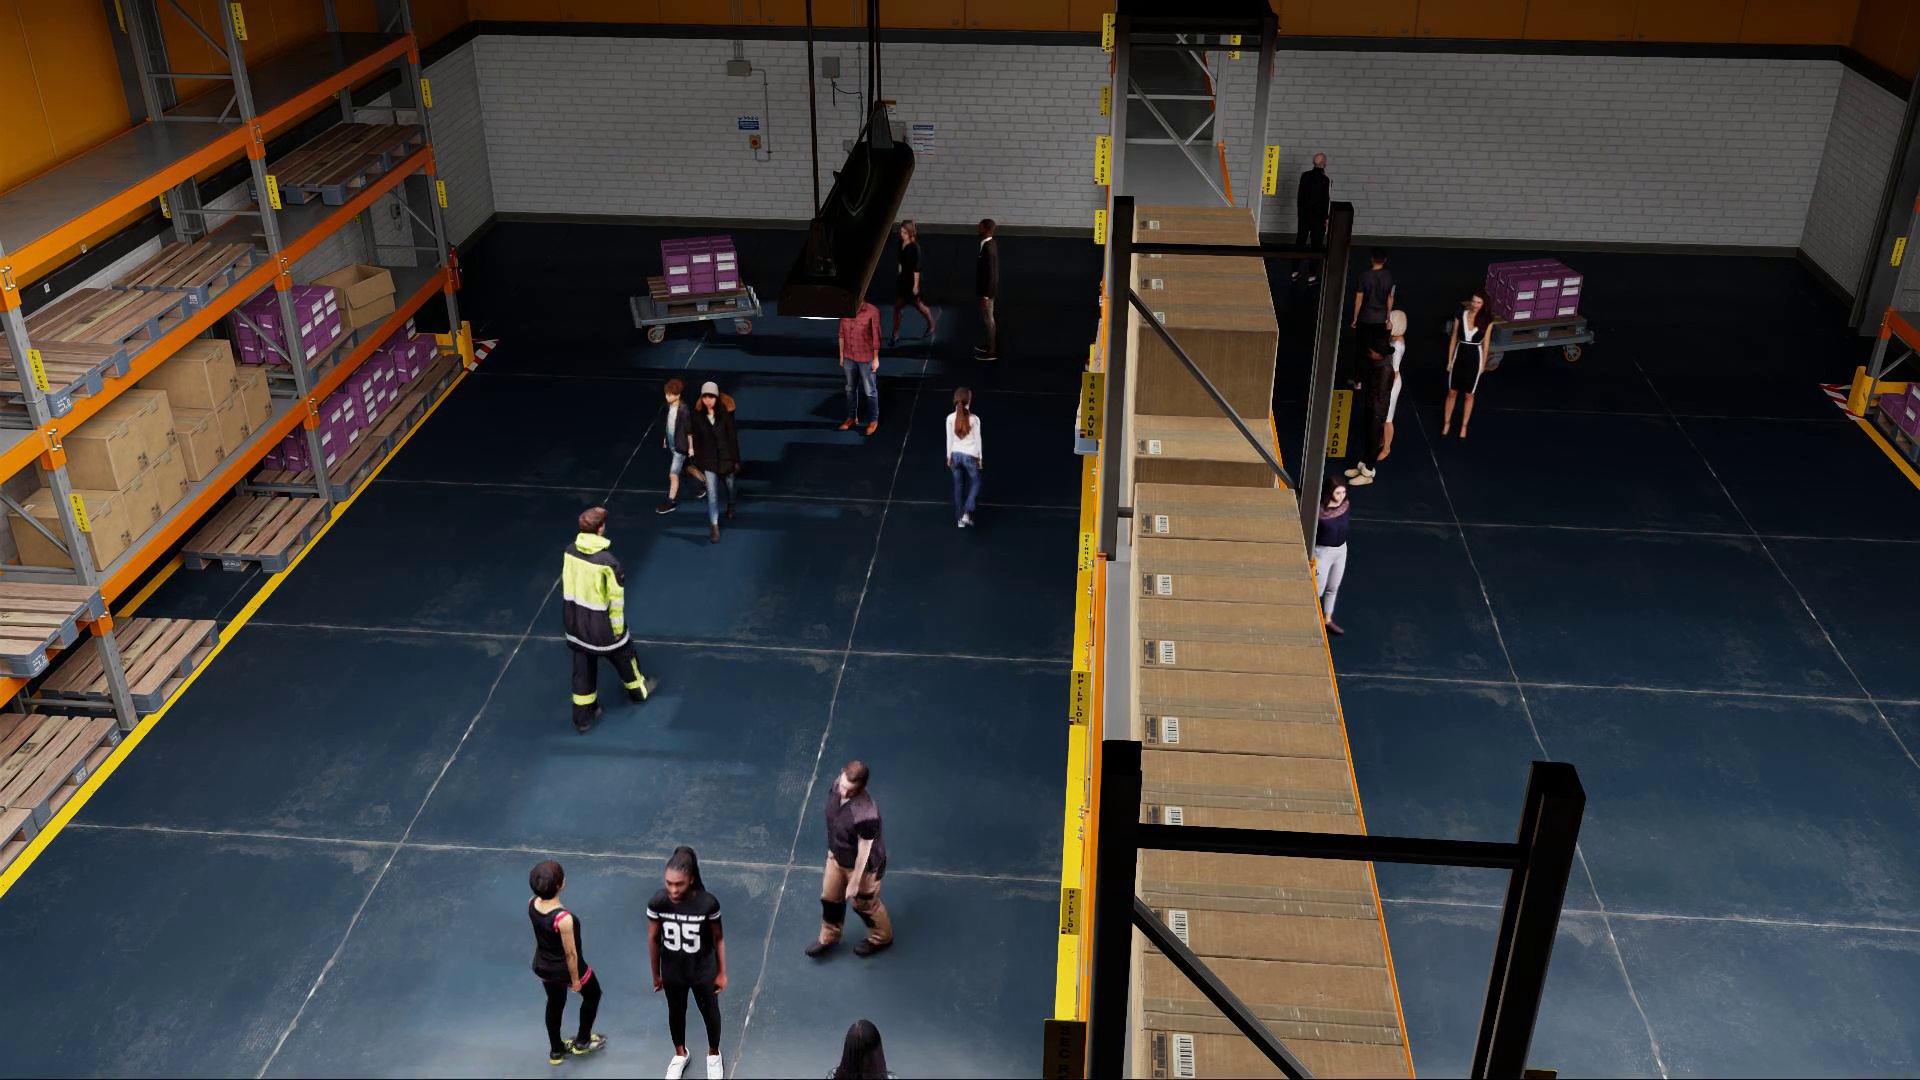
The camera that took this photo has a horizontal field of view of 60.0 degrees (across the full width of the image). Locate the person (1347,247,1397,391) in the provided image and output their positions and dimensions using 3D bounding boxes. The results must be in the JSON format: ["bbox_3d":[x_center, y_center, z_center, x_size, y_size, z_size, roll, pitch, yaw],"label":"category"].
[{"bbox_3d":[4.946,-2.657,19.961,0.663,1.764,0.593,-2,29,-3],"label":"person"}]

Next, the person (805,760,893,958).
[{"bbox_3d":[-0.650,2.113,11.196,1.049,1.783,0.990,-11,30,-19],"label":"person"}]

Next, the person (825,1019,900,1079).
[{"bbox_3d":[-0.531,3.339,9.015,0.562,1.720,0.573,2,29,4],"label":"person"}]

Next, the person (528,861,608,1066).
[{"bbox_3d":[-2.548,2.692,10.391,0.665,1.539,0.706,19,34,31],"label":"person"}]

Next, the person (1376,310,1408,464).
[{"bbox_3d":[4.697,-1.691,18.204,0.622,1.750,0.434,3,29,6],"label":"person"}]

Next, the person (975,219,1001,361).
[{"bbox_3d":[0.348,-3.145,20.819,0.728,1.799,0.475,1,29,2],"label":"person"}]

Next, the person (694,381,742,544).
[{"bbox_3d":[-2.416,-0.851,16.816,0.708,1.606,1.022,-2,29,-4],"label":"person"}]

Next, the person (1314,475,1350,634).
[{"bbox_3d":[3.319,0.145,14.987,0.691,1.609,0.731,-17,33,-28],"label":"person"}]

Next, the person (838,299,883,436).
[{"bbox_3d":[-1.137,-2.104,18.879,0.747,1.831,0.678,12,31,21],"label":"person"}]

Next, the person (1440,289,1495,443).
[{"bbox_3d":[5.691,-1.968,18.666,0.630,1.795,0.596,13,31,22],"label":"person"}]

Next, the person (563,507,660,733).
[{"bbox_3d":[-3.051,0.690,13.641,1.019,1.940,1.209,12,31,20],"label":"person"}]

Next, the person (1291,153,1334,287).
[{"bbox_3d":[4.921,-4.498,23.263,0.760,1.834,0.785,23,36,35],"label":"person"}]

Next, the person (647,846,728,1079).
[{"bbox_3d":[-1.669,2.646,10.276,0.620,1.729,0.551,1,29,1],"label":"person"}]

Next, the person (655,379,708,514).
[{"bbox_3d":[-2.860,-1.007,17.300,1.001,1.417,0.955,-21,35,-33],"label":"person"}]

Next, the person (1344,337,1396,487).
[{"bbox_3d":[4.447,-1.387,17.742,0.663,1.660,0.590,15,32,26],"label":"person"}]

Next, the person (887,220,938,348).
[{"bbox_3d":[-0.561,-3.287,21.219,1.064,1.666,1.012,-19,34,-31],"label":"person"}]

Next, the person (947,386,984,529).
[{"bbox_3d":[0.029,-0.793,16.767,0.563,1.552,0.705,6,29,11],"label":"person"}]
